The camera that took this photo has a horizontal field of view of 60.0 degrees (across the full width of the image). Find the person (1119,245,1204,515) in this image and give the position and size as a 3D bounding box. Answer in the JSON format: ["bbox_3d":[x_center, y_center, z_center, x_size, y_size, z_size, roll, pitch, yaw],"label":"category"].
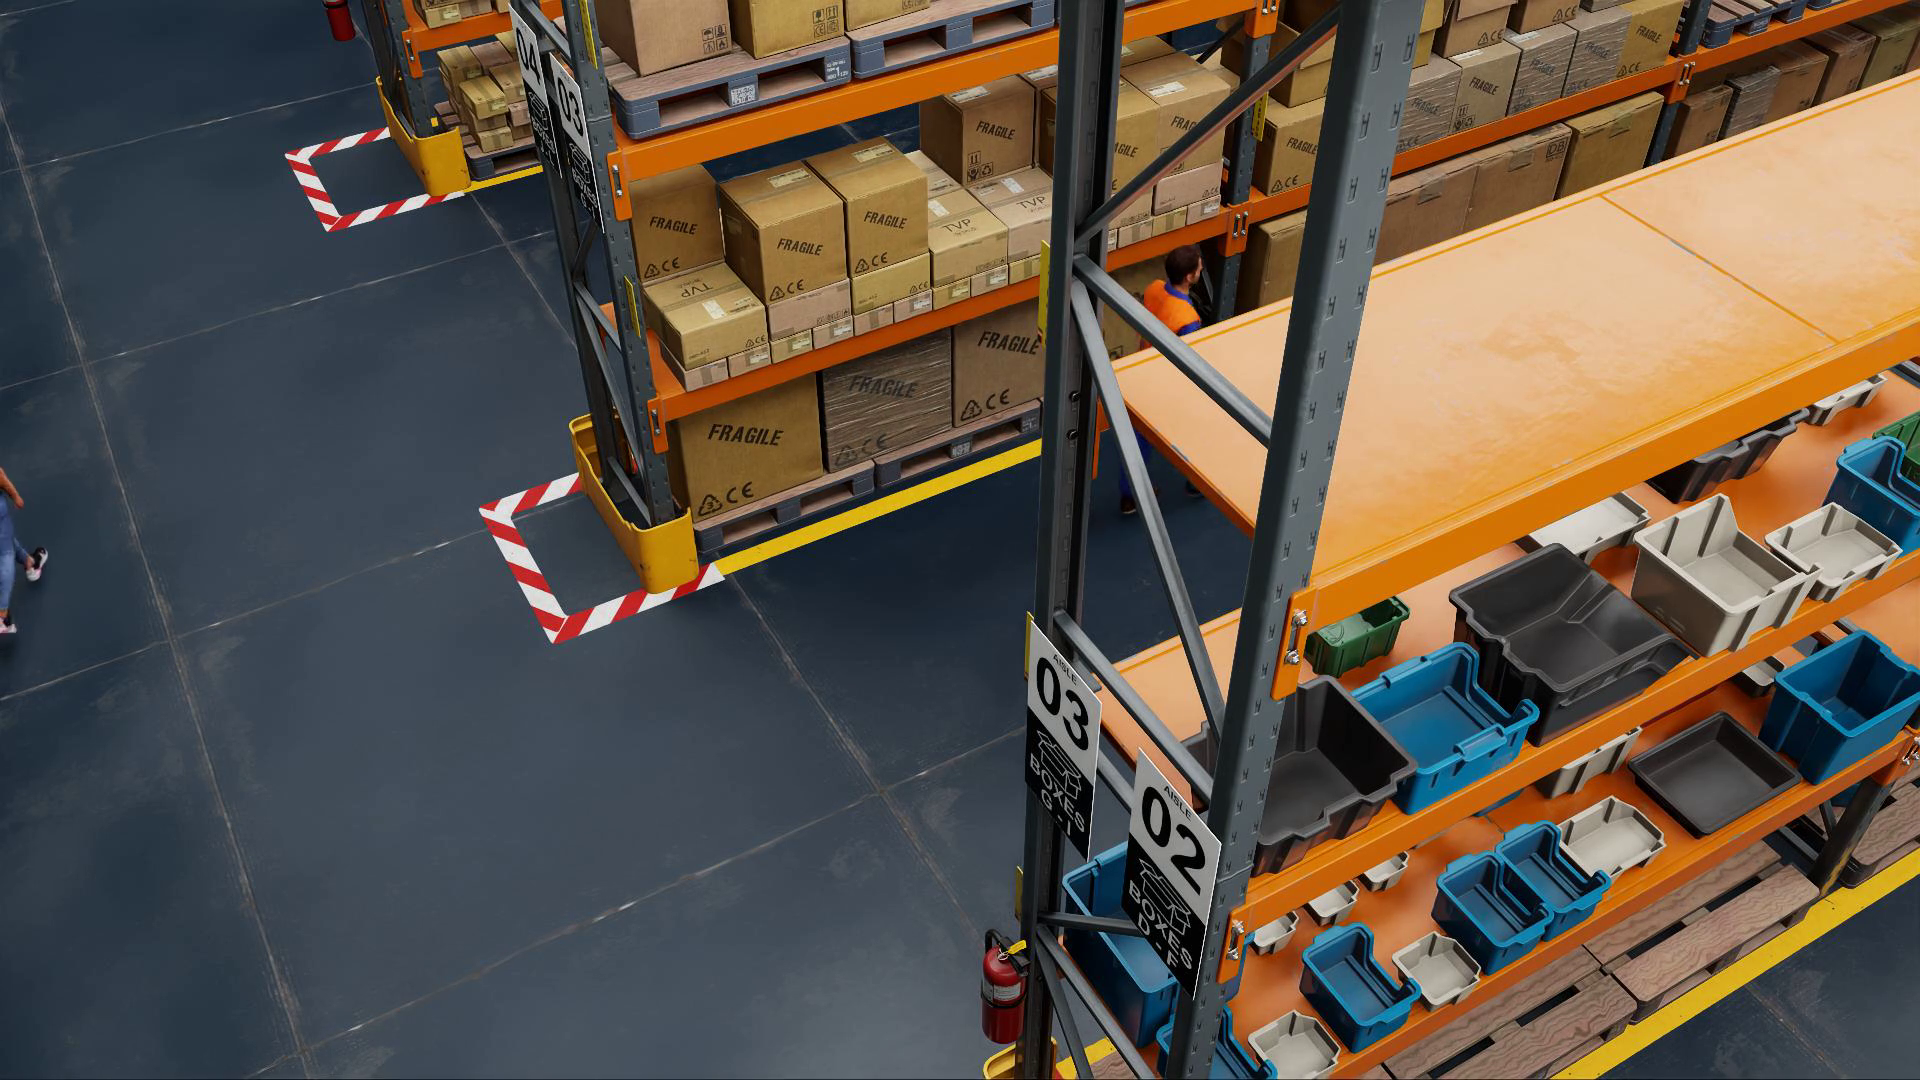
[{"bbox_3d":[1.127,-0.883,9.709,0.967,1.840,0.744,-19,46,-19],"label":"person"}]

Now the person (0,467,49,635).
[{"bbox_3d":[-5.434,-0.172,9.133,1.085,1.587,0.944,-3,43,-4],"label":"person"}]
